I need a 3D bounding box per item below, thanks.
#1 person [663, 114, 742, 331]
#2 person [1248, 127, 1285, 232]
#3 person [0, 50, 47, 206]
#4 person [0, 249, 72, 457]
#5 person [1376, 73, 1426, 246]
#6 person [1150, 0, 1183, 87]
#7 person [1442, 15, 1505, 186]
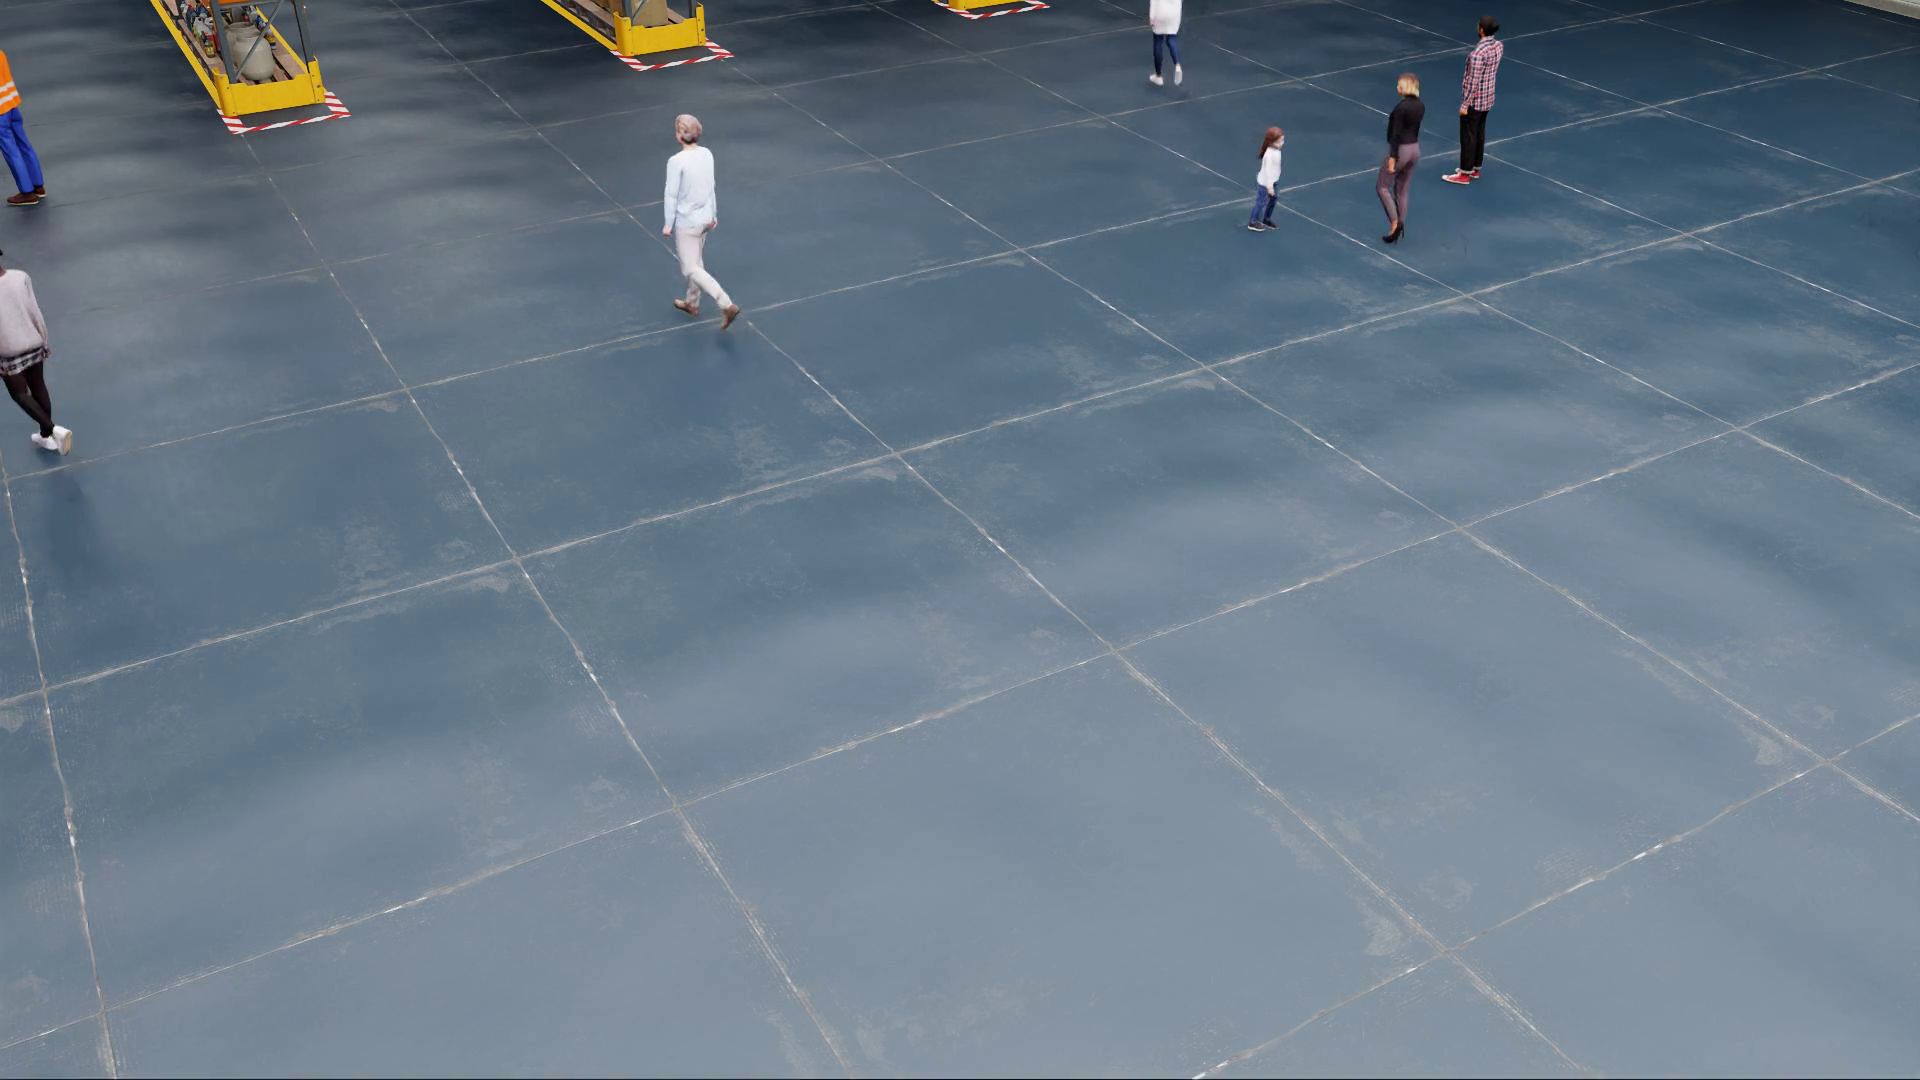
[{"bbox_3d":[-2.243,-2.702,14.351,1.267,1.865,0.992,21,38,30],"label":"person"},{"bbox_3d":[3.020,-3.581,16.474,0.614,1.086,0.559,12,34,18],"label":"person"},{"bbox_3d":[-9.794,-4.367,16.993,0.847,1.862,0.751,3,32,4],"label":"person"},{"bbox_3d":[-6.968,-1.401,12.391,1.054,1.756,0.859,22,38,30],"label":"person"},{"bbox_3d":[4.333,-3.630,16.024,0.686,1.649,0.680,-27,41,-35],"label":"person"},{"bbox_3d":[2.565,-6.389,20.294,0.732,1.760,0.932,-10,34,-16],"label":"person"},{"bbox_3d":[5.456,-4.646,17.531,0.706,1.760,0.759,26,40,34],"label":"person"}]
